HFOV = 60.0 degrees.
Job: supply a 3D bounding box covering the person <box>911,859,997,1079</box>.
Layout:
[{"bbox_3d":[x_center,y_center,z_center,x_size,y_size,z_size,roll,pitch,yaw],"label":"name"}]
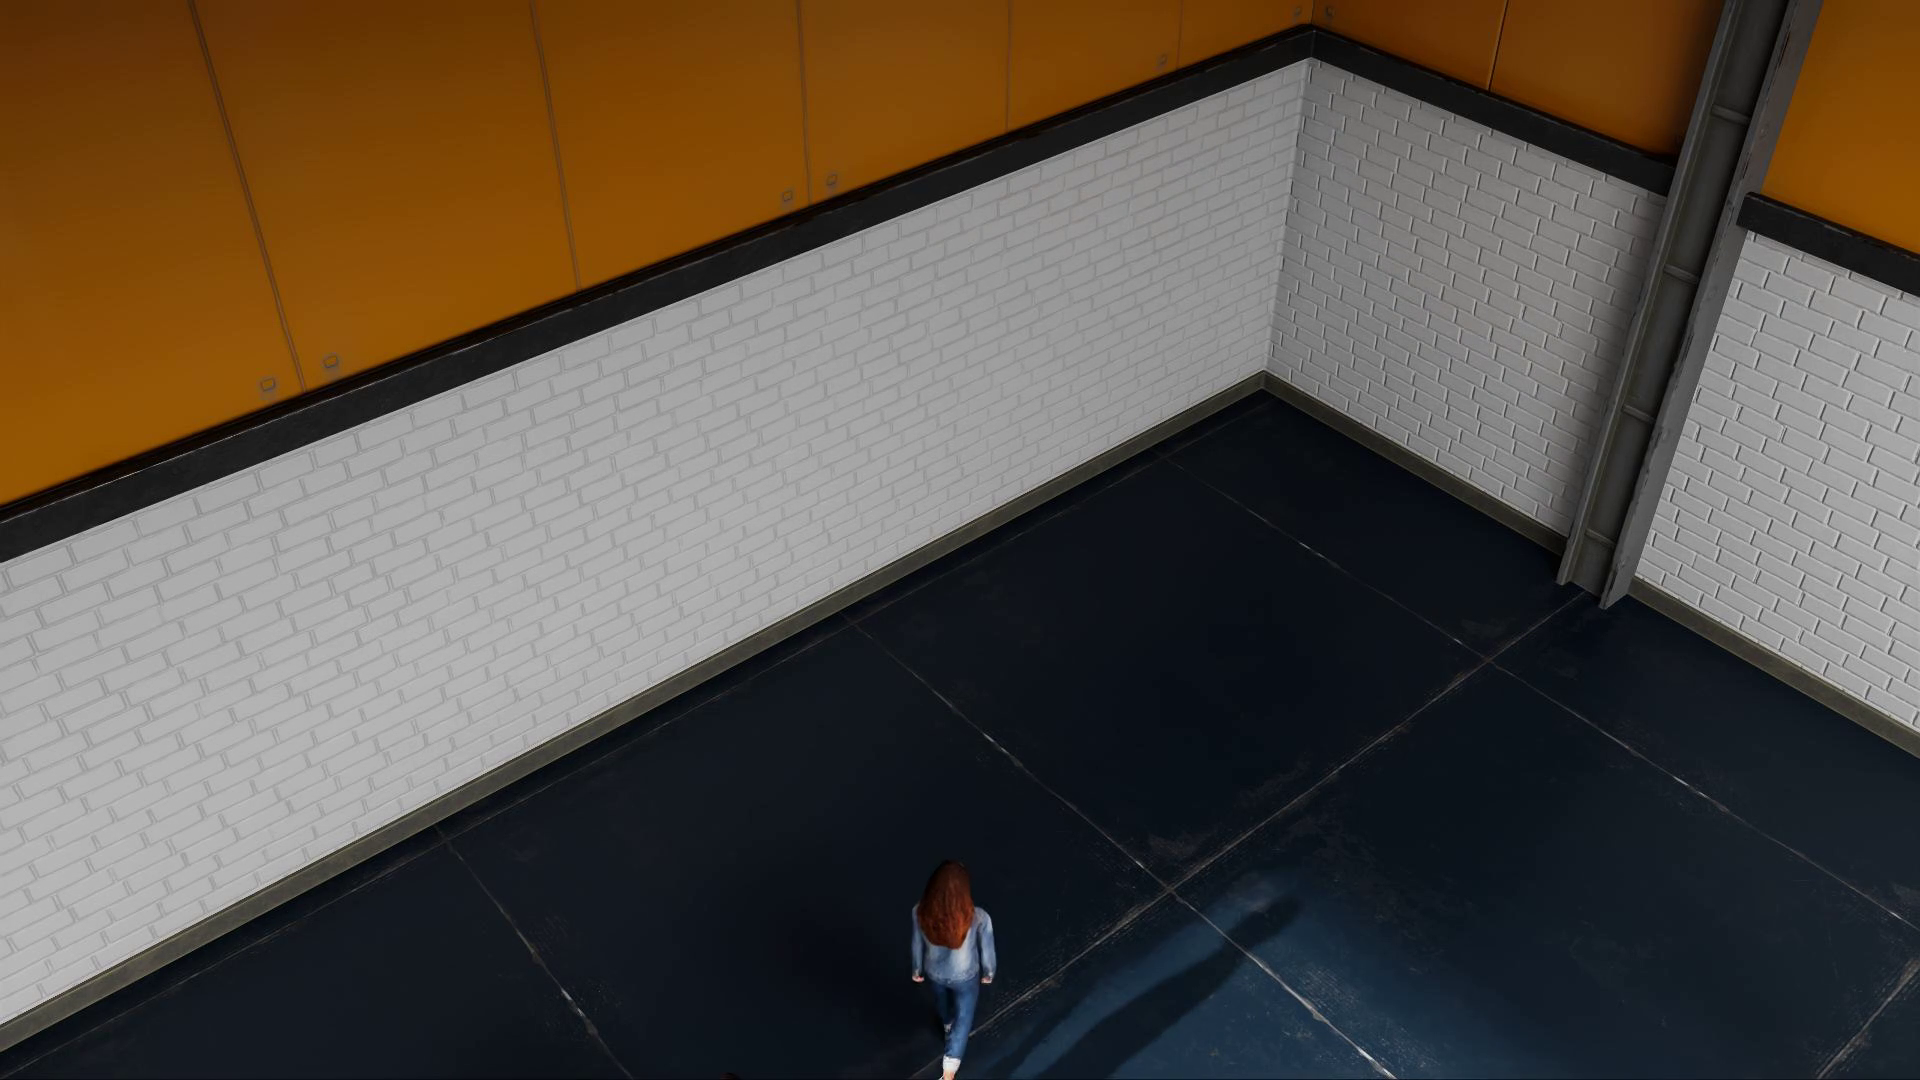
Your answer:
[{"bbox_3d":[-0.062,2.153,8.136,0.932,1.458,0.946,8,39,10],"label":"person"}]
